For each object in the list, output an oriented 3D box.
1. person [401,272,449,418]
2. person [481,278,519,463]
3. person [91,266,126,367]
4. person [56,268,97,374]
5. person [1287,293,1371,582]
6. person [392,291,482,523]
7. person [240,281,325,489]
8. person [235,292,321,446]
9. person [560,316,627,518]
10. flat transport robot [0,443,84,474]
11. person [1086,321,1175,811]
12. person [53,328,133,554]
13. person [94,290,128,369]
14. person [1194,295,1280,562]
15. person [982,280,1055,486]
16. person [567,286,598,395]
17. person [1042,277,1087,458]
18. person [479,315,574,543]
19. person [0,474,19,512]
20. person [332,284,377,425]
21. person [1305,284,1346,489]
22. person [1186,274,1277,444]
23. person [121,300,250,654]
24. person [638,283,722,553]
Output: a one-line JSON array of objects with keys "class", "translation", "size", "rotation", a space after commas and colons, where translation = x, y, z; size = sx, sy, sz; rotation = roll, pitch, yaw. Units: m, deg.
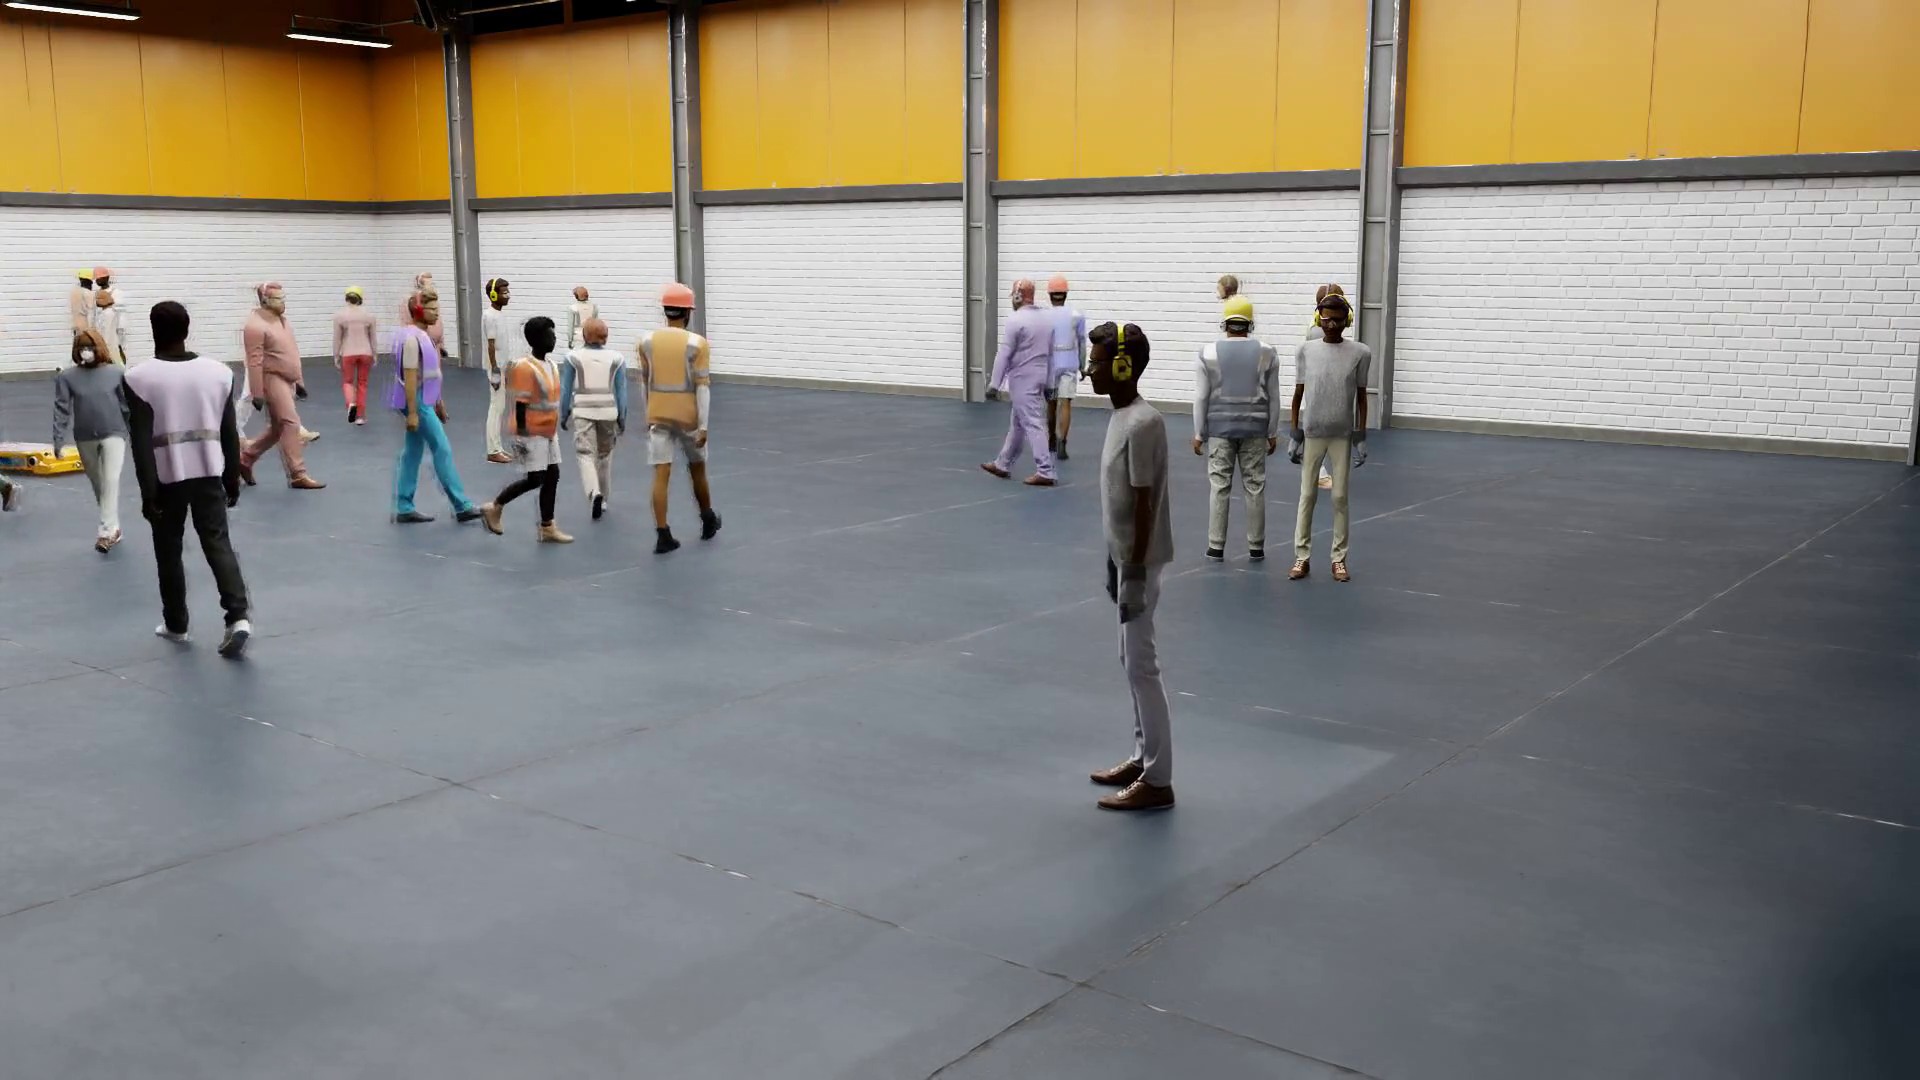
[{"class": "person", "translation": [-6.839, -2.455, 21.146], "size": [0.502, 1.887, 0.671], "rotation": [3, 10, 15]}, {"class": "person", "translation": [-4.688, -1.717, 16.902], "size": [0.310, 1.868, 0.534], "rotation": [-1, 10, -8]}, {"class": "person", "translation": [-13.871, -3.497, 27.135], "size": [0.577, 1.915, 0.475], "rotation": [4, 11, 22]}, {"class": "person", "translation": [-14.459, -3.521, 27.356], "size": [0.593, 1.895, 0.880], "rotation": [5, 11, 28]}, {"class": "person", "translation": [2.379, -0.659, 10.759], "size": [0.508, 1.865, 0.329], "rotation": [2, 10, 14]}, {"class": "person", "translation": [-4.070, -1.028, 13.030], "size": [0.854, 1.812, 0.596], "rotation": [-2, 10, -12]}, {"class": "person", "translation": [-6.210, -1.393, 15.005], "size": [0.849, 1.876, 0.647], "rotation": [0, 10, -1]}, {"class": "person", "translation": [-7.600, -1.887, 18.217], "size": [1.040, 1.758, 0.630], "rotation": [0, 10, 0]}, {"class": "person", "translation": [-2.934, -0.989, 13.400], "size": [0.521, 1.613, 0.731], "rotation": [-4, 10, -22]}, {"class": "flat transport robot", "translation": [-9.167, -0.810, 16.264], "size": [1.431, 0.197, 0.652], "rotation": [4, 10, 20]}, {"class": "person", "translation": [0.649, 0.102, 6.358], "size": [0.354, 1.863, 0.515], "rotation": [0, 10, 0]}, {"class": "person", "translation": [-6.148, -0.707, 11.832], "size": [0.524, 1.580, 0.869], "rotation": [-2, 10, -13]}, {"class": "person", "translation": [-12.394, -2.851, 24.306], "size": [0.832, 1.598, 0.509], "rotation": [-7, 12, -34]}, {"class": "person", "translation": [1.892, -0.756, 11.404], "size": [0.587, 1.835, 0.404], "rotation": [1, 10, 4]}, {"class": "person", "translation": [0.509, -1.447, 15.326], "size": [0.954, 1.860, 0.658], "rotation": [7, 12, 33]}, {"class": "person", "translation": [-5.644, -2.979, 24.946], "size": [0.511, 1.632, 0.313], "rotation": [-8, 13, -39]}, {"class": "person", "translation": [1.048, -1.814, 17.459], "size": [0.552, 1.884, 1.022], "rotation": [1, 10, 6]}, {"class": "person", "translation": [-3.153, -0.790, 12.058], "size": [0.564, 1.683, 0.547], "rotation": [2, 10, 11]}, {"class": "person", "translation": [-7.958, -0.963, 13.245], "size": [0.607, 1.610, 0.515], "rotation": [-1, 10, -6]}, {"class": "person", "translation": [-7.425, -2.264, 20.466], "size": [0.529, 1.745, 0.475], "rotation": [-5, 11, -28]}, {"class": "person", "translation": [3.325, -1.392, 15.084], "size": [0.429, 1.842, 0.633], "rotation": [2, 10, 12]}, {"class": "person", "translation": [3.033, -1.969, 18.301], "size": [0.965, 1.905, 0.643], "rotation": [2, 10, 11]}, {"class": "person", "translation": [-4.082, -0.333, 8.846], "size": [0.960, 1.880, 0.596], "rotation": [9, 13, 43]}, {"class": "person", "translation": [-2.017, -0.892, 12.031], "size": [0.549, 1.895, 0.950], "rotation": [1, 10, 8]}]
